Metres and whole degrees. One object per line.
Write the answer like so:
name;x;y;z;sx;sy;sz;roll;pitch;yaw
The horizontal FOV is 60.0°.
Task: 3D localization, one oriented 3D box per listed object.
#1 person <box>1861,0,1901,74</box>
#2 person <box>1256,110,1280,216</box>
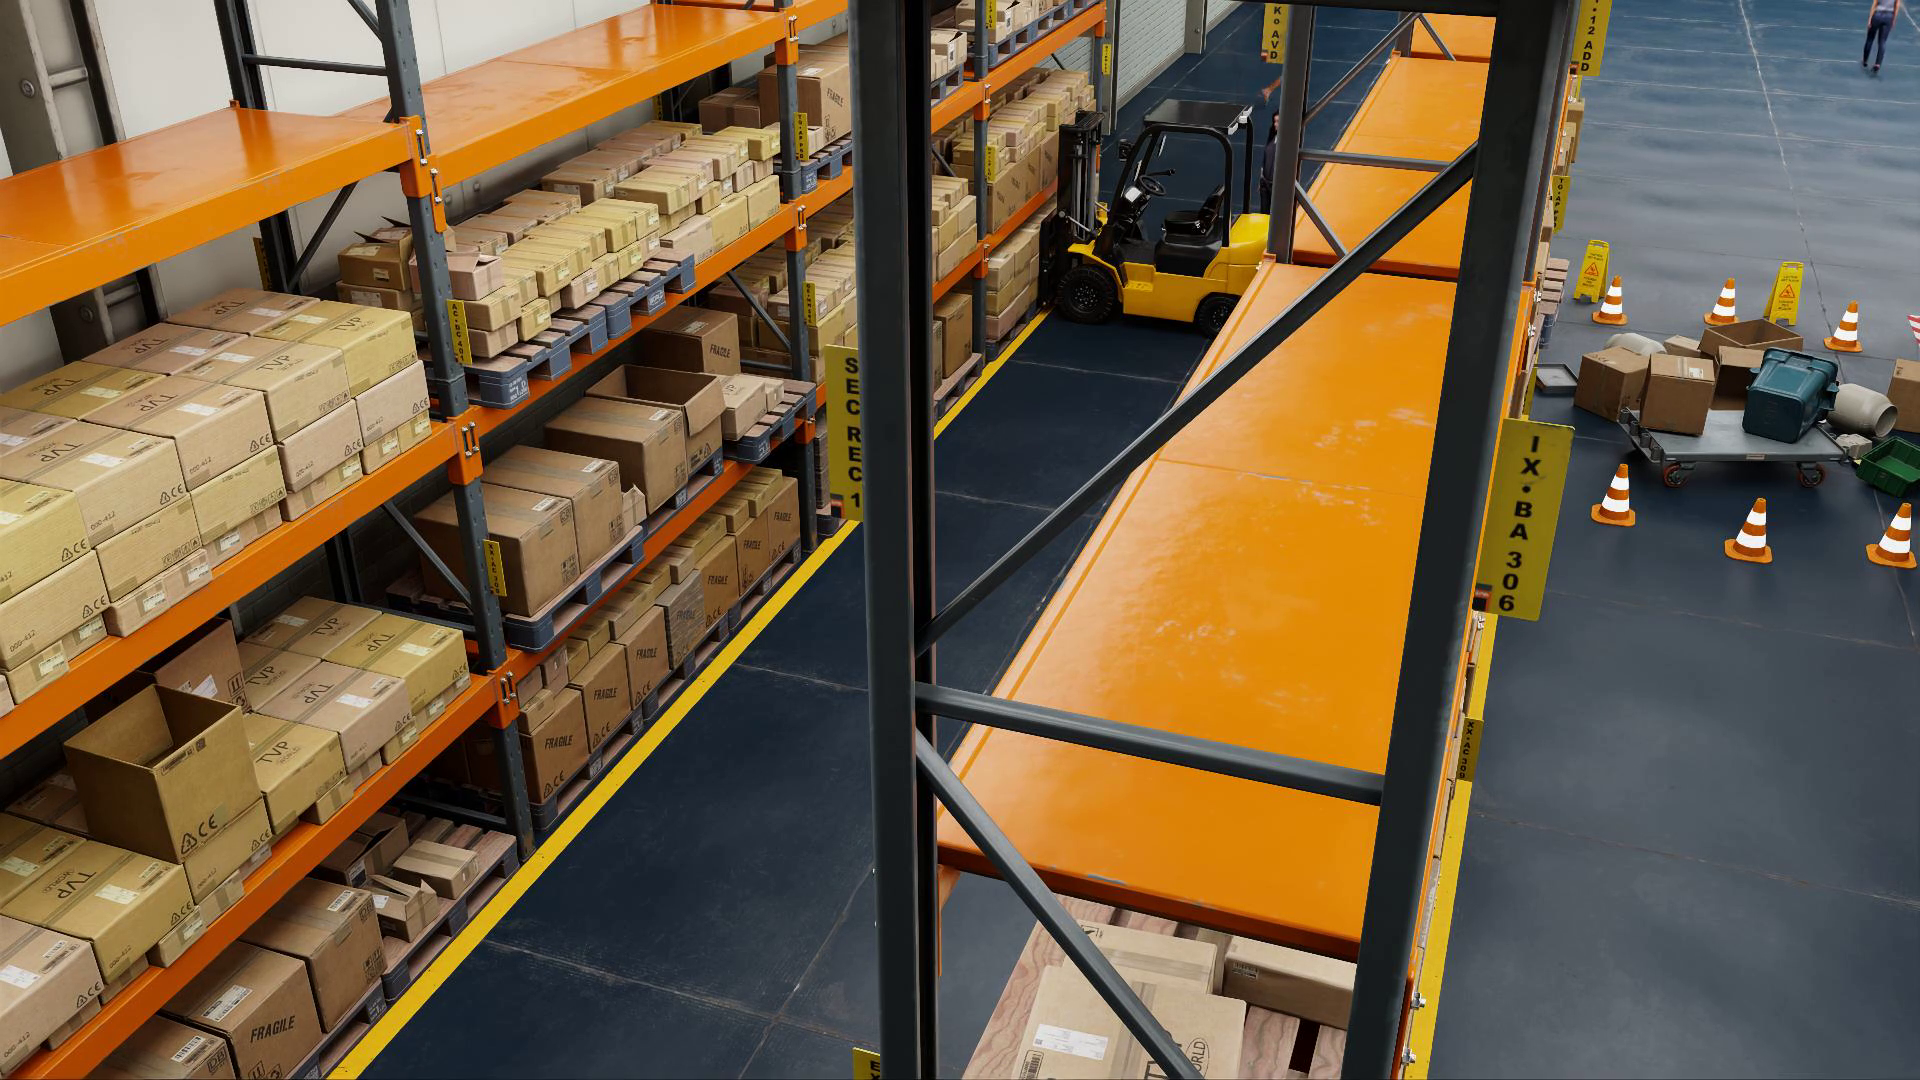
person;15.232;-8.552;27.438;0.602;1.681;1.120;8;29;15
person;3.573;-3.991;18.785;0.674;1.763;0.667;-21;35;-34
